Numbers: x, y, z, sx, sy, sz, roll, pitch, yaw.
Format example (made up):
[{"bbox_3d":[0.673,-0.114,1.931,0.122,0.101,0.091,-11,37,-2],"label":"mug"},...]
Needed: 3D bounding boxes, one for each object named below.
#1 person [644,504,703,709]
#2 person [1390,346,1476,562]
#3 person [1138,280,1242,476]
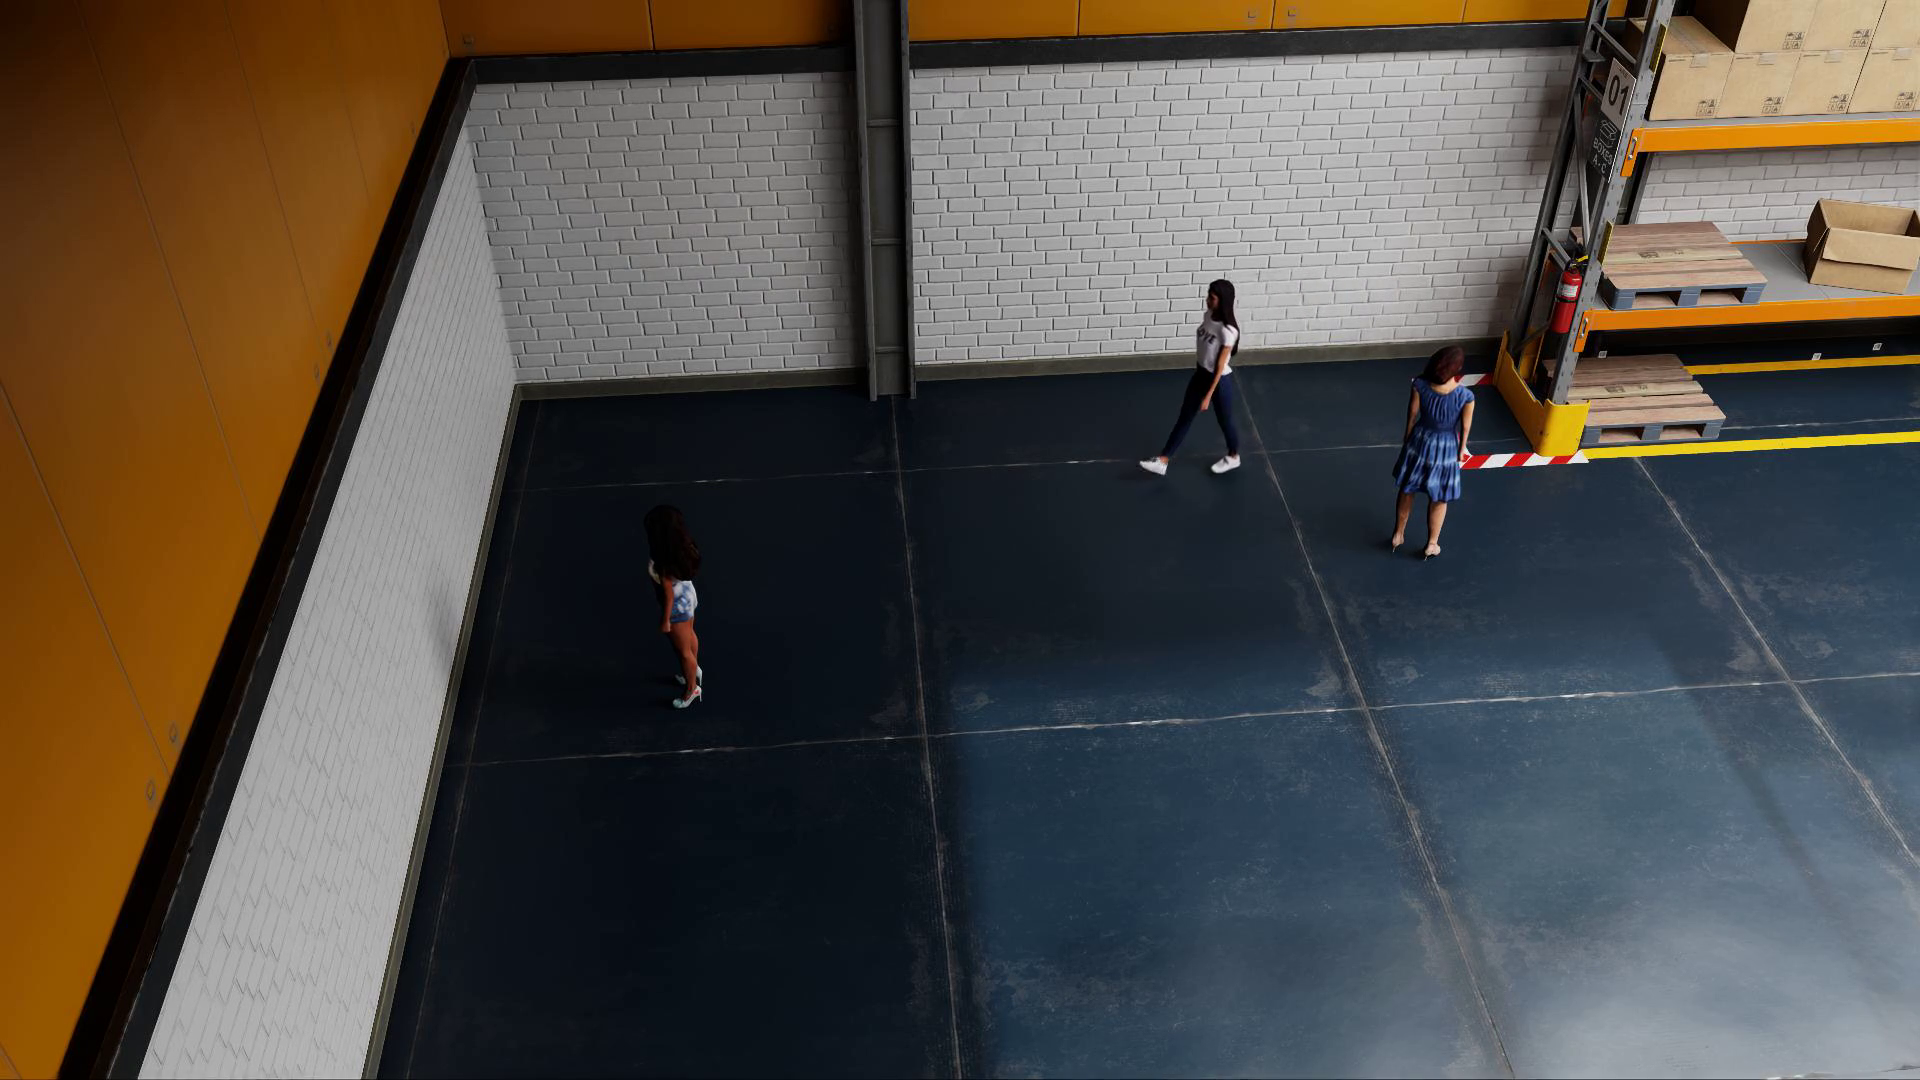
[{"bbox_3d":[-1.858,0.427,10.884,0.551,1.626,0.556,-1,39,-2],"label":"person"},{"bbox_3d":[3.424,-0.624,12.057,0.717,1.804,0.816,20,43,23],"label":"person"},{"bbox_3d":[2.043,-1.212,12.848,1.173,1.736,0.841,-15,41,-18],"label":"person"}]
